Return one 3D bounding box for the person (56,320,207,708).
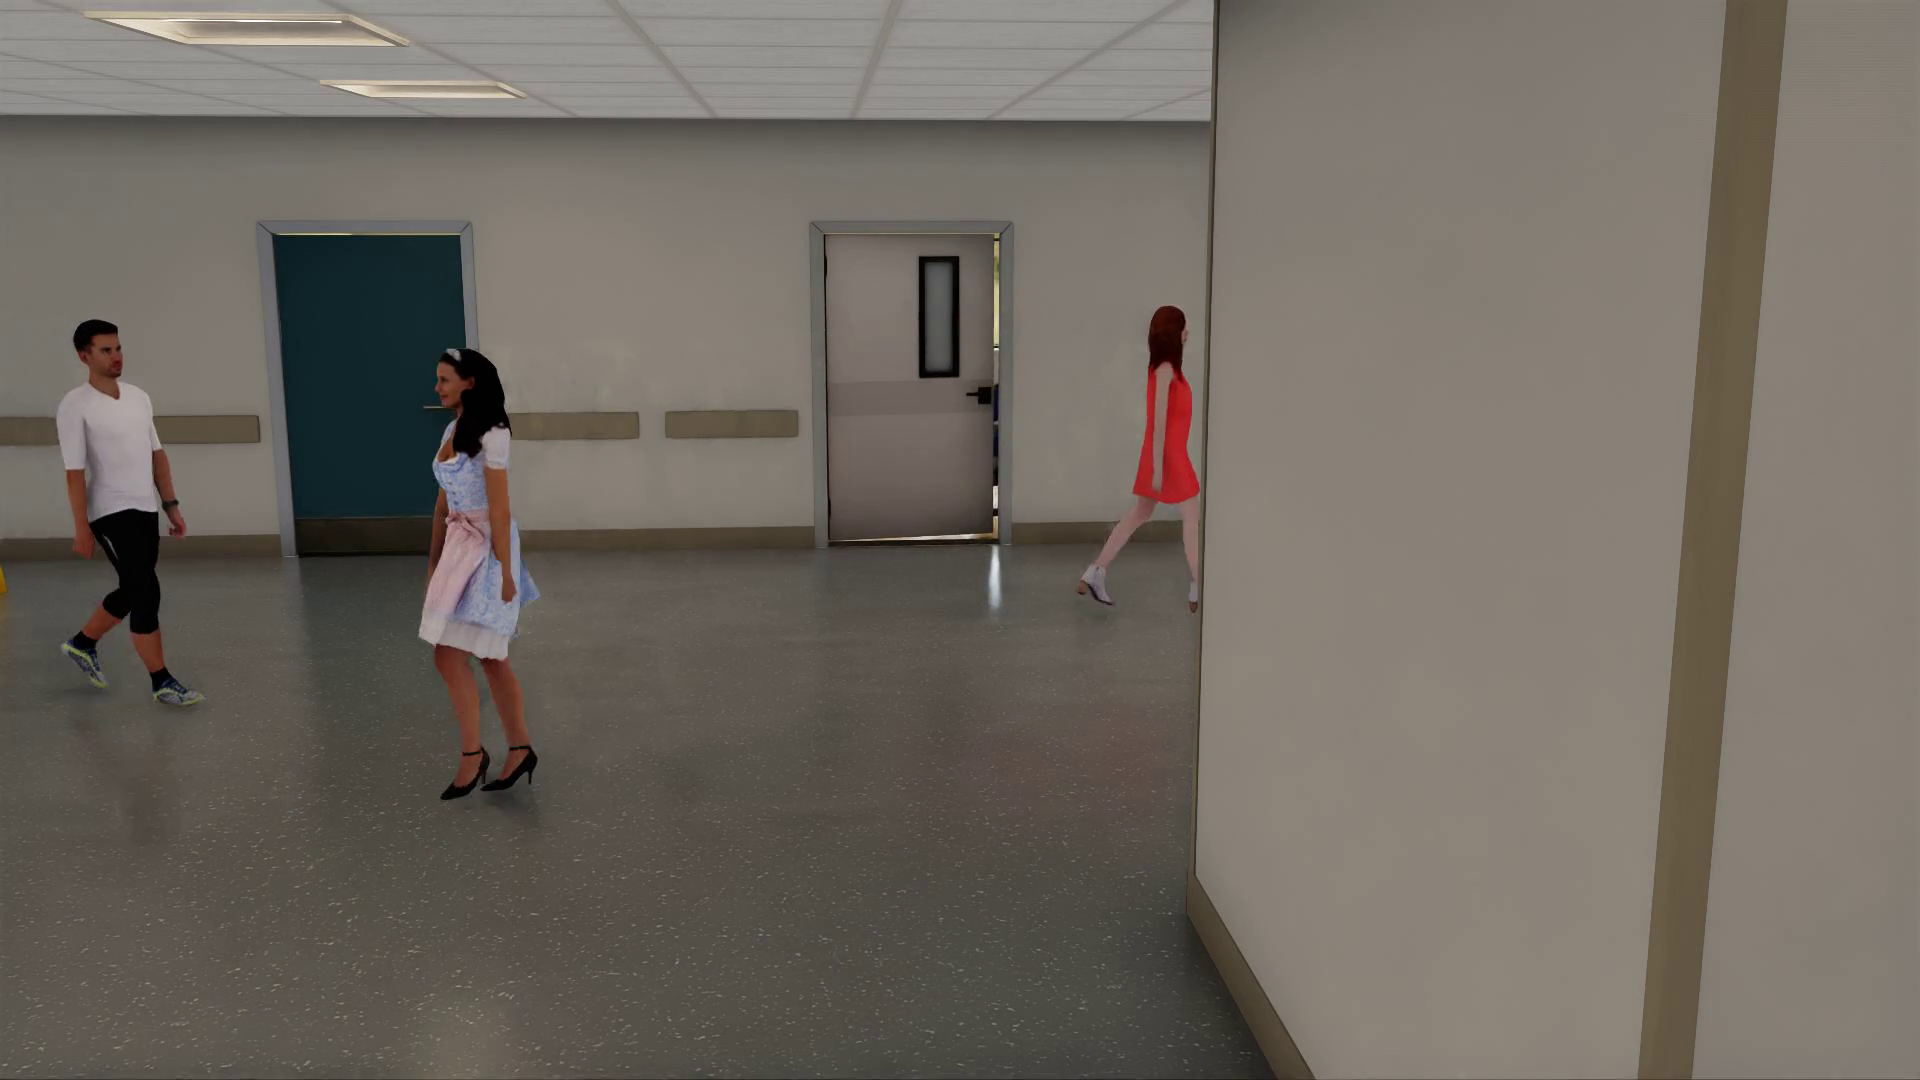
[{"bbox_3d":[-4.057,-0.119,7.954,1.244,1.828,0.939,3,11,16],"label":"person"}]

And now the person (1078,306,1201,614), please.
[{"bbox_3d":[1.086,-0.425,9.675,1.138,1.787,0.692,0,11,2],"label":"person"}]

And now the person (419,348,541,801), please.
[{"bbox_3d":[-1.830,0.143,6.647,0.957,1.801,0.879,-9,14,-39],"label":"person"}]
